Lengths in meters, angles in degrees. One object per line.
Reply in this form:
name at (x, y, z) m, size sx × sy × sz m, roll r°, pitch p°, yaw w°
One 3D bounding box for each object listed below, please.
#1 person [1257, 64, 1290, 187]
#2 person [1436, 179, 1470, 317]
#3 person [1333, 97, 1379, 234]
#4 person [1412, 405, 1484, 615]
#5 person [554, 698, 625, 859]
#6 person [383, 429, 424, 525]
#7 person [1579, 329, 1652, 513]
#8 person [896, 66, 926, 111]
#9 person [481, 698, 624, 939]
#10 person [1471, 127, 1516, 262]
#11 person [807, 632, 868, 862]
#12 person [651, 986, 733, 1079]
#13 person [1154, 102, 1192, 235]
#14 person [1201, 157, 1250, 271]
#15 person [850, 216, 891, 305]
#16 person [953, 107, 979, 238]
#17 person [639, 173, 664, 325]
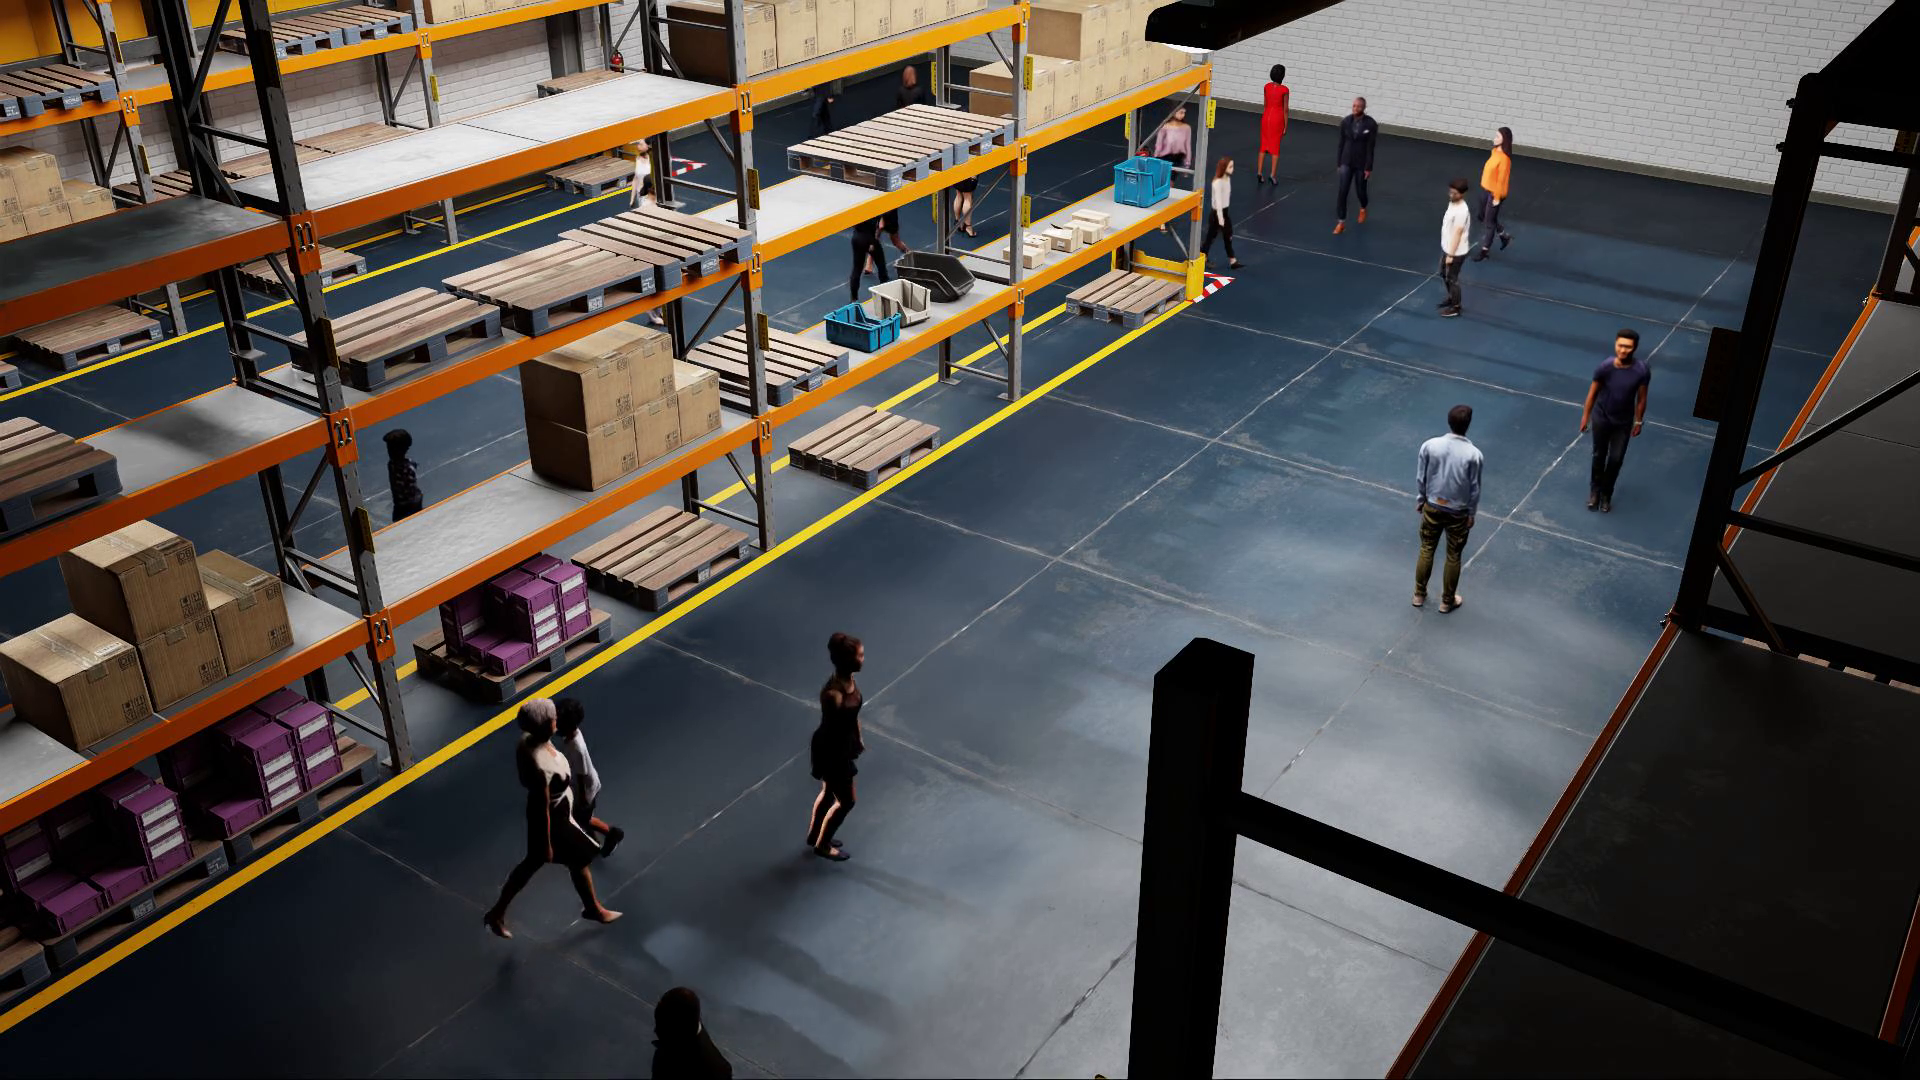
person at (4.565, -6.066, 24.293) m, size 0.548 × 1.743 × 0.485 m, roll 19°, pitch 34°, yaw 30°
person at (5.856, -3.441, 19.546) m, size 0.866 × 1.681 × 0.773 m, roll 7°, pitch 29°, yaw 13°
person at (5.357, -5.051, 22.377) m, size 0.759 × 1.796 × 1.105 m, roll 15°, pitch 32°, yaw 26°
person at (3.975, -0.257, 13.574) m, size 0.677 × 1.810 × 0.560 m, roll 17°, pitch 33°, yaw 28°
person at (-2.411, 1.549, 10.845) m, size 0.728 × 1.252 × 0.658 m, roll -10°, pitch 30°, yaw -18°
person at (-4.756, -0.397, 14.422) m, size 0.503 × 1.243 × 0.526 m, roll 19°, pitch 34°, yaw 31°
person at (5.986, -1.127, 15.200) m, size 0.706 × 1.779 × 0.655 m, roll 14°, pitch 31°, yaw 23°
person at (-0.699, -6.035, 24.302) m, size 0.807 × 1.680 × 1.074 m, roll 7°, pitch 29°, yaw 13°
person at (-2.579, 1.735, 10.021) m, size 1.178 × 1.715 × 0.988 m, roll -12°, pitch 31°, yaw -21°
person at (6.915, -4.415, 21.271) m, size 0.923 × 1.738 × 0.883 m, roll -1°, pitch 29°, yaw -3°
person at (-0.866, 1.360, 10.776) m, size 0.770 × 1.651 × 0.700 m, roll 10°, pitch 30°, yaw 17°
person at (-1.155, 2.826, 7.846) m, size 1.221 × 1.882 × 0.958 m, roll -18°, pitch 33°, yaw -30°
person at (2.768, -5.003, 22.314) m, size 0.824 × 1.772 × 0.882 m, roll -6°, pitch 29°, yaw -10°
person at (3.209, -4.119, 21.022) m, size 0.649 × 1.457 × 0.803 m, roll 16°, pitch 33°, yaw 27°
person at (-1.178, -3.476, 19.609) m, size 0.942 × 1.683 × 0.712 m, roll -25°, pitch 37°, yaw -37°
person at (0.064, -4.913, 22.206) m, size 0.736 × 1.718 × 0.737 m, roll -16°, pitch 33°, yaw -27°
person at (-3.553, -3.400, 19.378) m, size 0.711 × 1.770 × 0.574 m, roll 7°, pitch 29°, yaw 13°
